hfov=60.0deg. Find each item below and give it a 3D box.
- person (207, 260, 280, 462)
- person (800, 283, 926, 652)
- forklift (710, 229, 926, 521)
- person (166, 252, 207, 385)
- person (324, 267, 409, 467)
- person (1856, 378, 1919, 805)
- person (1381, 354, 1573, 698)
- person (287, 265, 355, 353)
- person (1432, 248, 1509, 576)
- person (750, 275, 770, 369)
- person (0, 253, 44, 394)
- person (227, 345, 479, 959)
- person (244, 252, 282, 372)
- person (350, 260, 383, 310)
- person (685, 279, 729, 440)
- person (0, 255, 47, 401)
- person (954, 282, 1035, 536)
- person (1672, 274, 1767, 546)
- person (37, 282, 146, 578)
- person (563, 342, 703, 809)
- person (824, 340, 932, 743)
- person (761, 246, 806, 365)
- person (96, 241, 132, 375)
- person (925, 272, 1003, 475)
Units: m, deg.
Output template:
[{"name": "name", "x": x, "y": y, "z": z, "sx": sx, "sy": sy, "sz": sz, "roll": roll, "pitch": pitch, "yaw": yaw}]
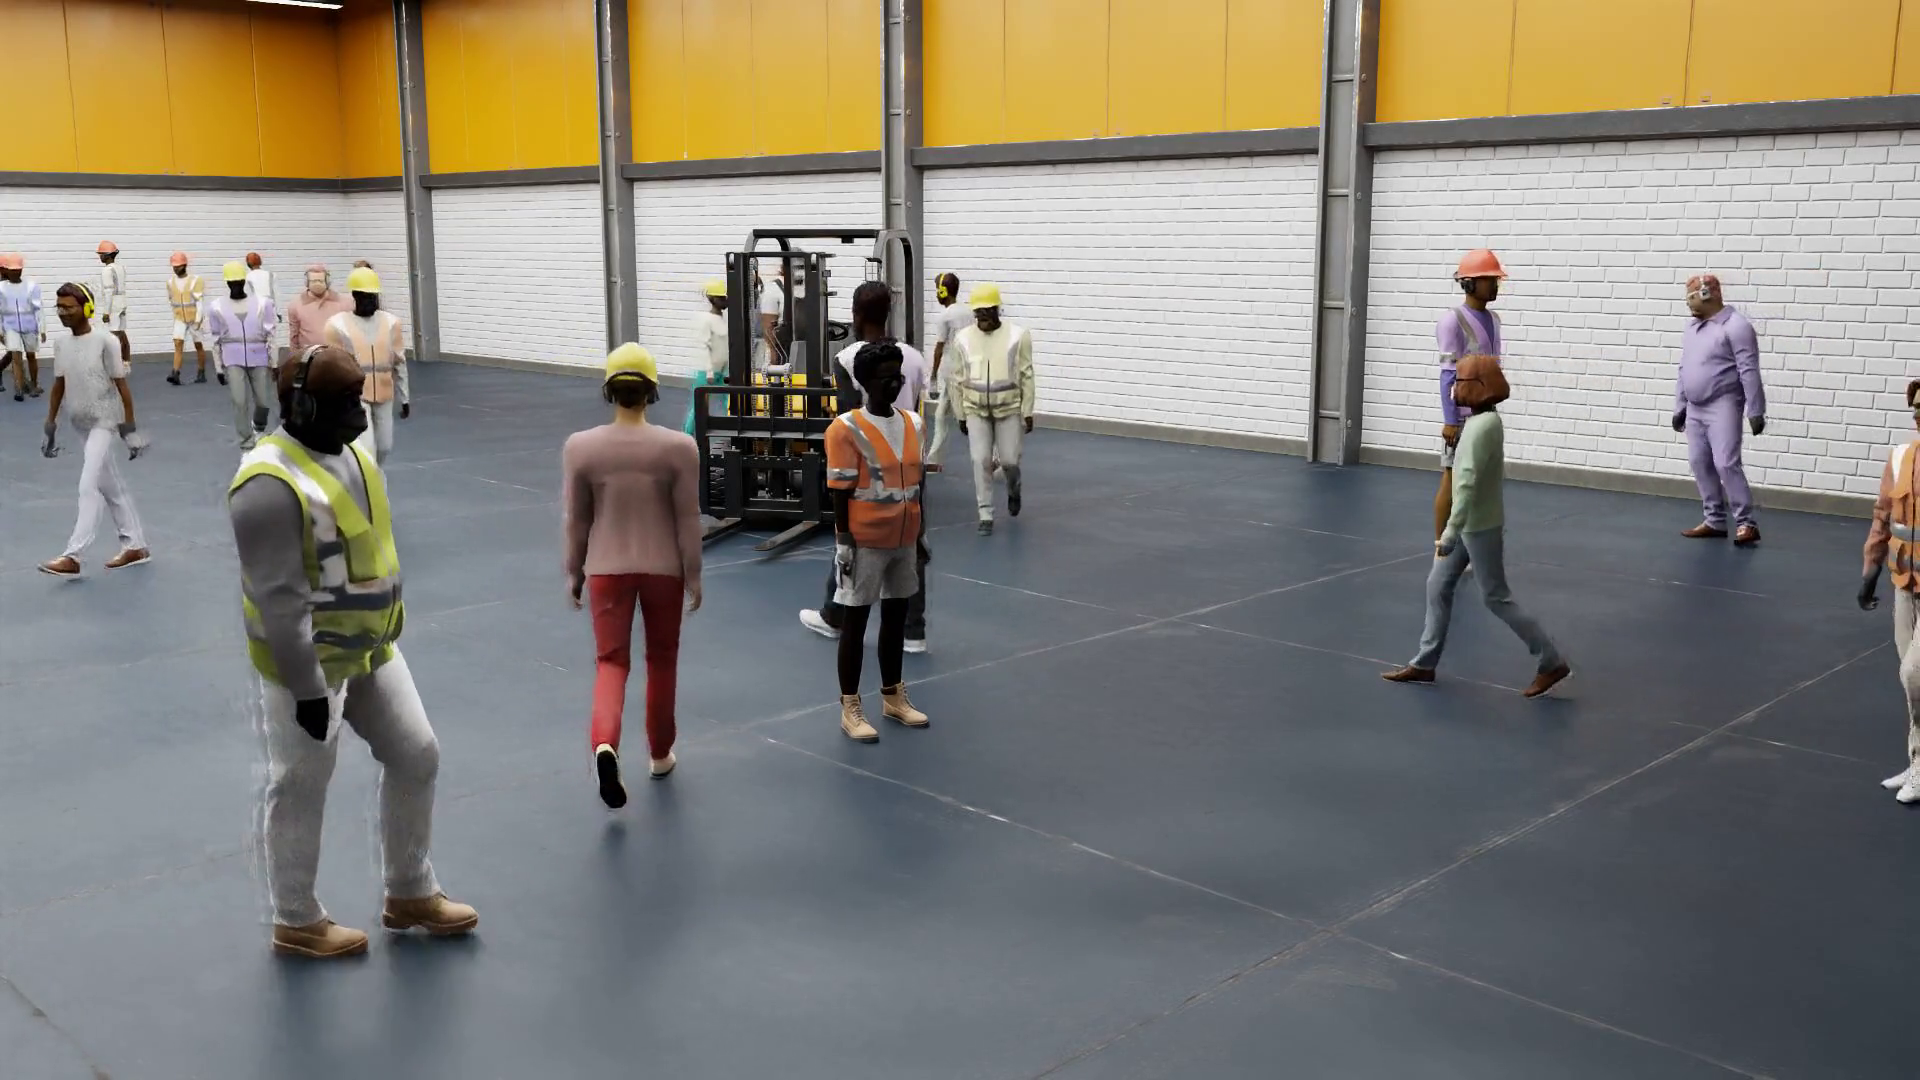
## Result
[{"name": "person", "x": -6.809, "y": -1.709, "z": 15.834, "sx": 0.596, "sy": 1.903, "sz": 0.682, "roll": -5, "pitch": 12, "yaw": -26}, {"name": "person", "x": -0.483, "y": -0.383, "z": 8.658, "sx": 0.617, "sy": 1.877, "sz": 0.920, "roll": -10, "pitch": 14, "yaw": -42}, {"name": "forklift", "x": -1.050, "y": -1.319, "z": 12.920, "sx": 1.214, "sy": 2.155, "sz": 2.313, "roll": 2, "pitch": 11, "yaw": 13}, {"name": "person", "x": -11.081, "y": -3.154, "z": 23.783, "sx": 0.554, "sy": 1.878, "sz": 1.003, "roll": -1, "pitch": 10, "yaw": -3}, {"name": "person", "x": -4.517, "y": -1.118, "z": 12.635, "sx": 0.596, "sy": 1.903, "sz": 0.807, "roll": -9, "pitch": 14, "yaw": -40}, {"name": "person", "x": 3.628, "y": 0.187, "z": 6.258, "sx": 0.490, "sy": 1.621, "sz": 0.540, "roll": -2, "pitch": 11, "yaw": -13}, {"name": "person", "x": 2.450, "y": -0.063, "z": 7.709, "sx": 0.827, "sy": 1.597, "sz": 0.503, "roll": 3, "pitch": 11, "yaw": 15}, {"name": "person", "x": -6.285, "y": -1.791, "z": 16.443, "sx": 0.620, "sy": 1.859, "sz": 1.011, "roll": -5, "pitch": 11, "yaw": -24}, {"name": "person", "x": 3.244, "y": -0.809, "z": 10.537, "sx": 0.608, "sy": 2.048, "sz": 0.365, "roll": -10, "pitch": 15, "yaw": -44}, {"name": "person", "x": -2.613, "y": -2.553, "z": 21.166, "sx": 0.499, "sy": 1.636, "sz": 0.286, "roll": -10, "pitch": 15, "yaw": -44}, {"name": "person", "x": -12.903, "y": -2.924, "z": 22.499, "sx": 0.953, "sy": 1.906, "sz": 0.559, "roll": 3, "pitch": 11, "yaw": 15}, {"name": "person", "x": -1.745, "y": 0.350, "z": 4.832, "sx": 0.705, "sy": 1.817, "sz": 0.664, "roll": 2, "pitch": 11, "yaw": 9}, {"name": "person", "x": -10.890, "y": -3.544, "z": 25.931, "sx": 0.611, "sy": 1.871, "sz": 0.448, "roll": -8, "pitch": 13, "yaw": -38}, {"name": "person", "x": -7.214, "y": -2.471, "z": 20.180, "sx": 0.405, "sy": 1.833, "sz": 0.555, "roll": 5, "pitch": 11, "yaw": 24}, {"name": "person", "x": -2.321, "y": -1.631, "z": 15.930, "sx": 0.918, "sy": 1.716, "sz": 0.550, "roll": 5, "pitch": 12, "yaw": 27}, {"name": "person", "x": -12.229, "y": -2.764, "z": 21.670, "sx": 0.567, "sy": 1.882, "sz": 1.012, "roll": -5, "pitch": 12, "yaw": -27}, {"name": "person", "x": 0.248, "y": -0.954, "z": 11.982, "sx": 0.600, "sy": 1.807, "sz": 0.596, "roll": 2, "pitch": 11, "yaw": 10}, {"name": "person", "x": 5.267, "y": -0.911, "z": 11.601, "sx": 0.469, "sy": 1.865, "sz": 0.698, "roll": -2, "pitch": 11, "yaw": -12}, {"name": "person", "x": -5.520, "y": -0.675, "z": 10.388, "sx": 0.558, "sy": 1.828, "sz": 0.915, "roll": 4, "pitch": 11, "yaw": 22}, {"name": "person", "x": -1.240, "y": 0.128, "z": 6.286, "sx": 0.526, "sy": 1.741, "sz": 0.737, "roll": -1, "pitch": 10, "yaw": -5}, {"name": "person", "x": -0.338, "y": 0.000, "z": 7.087, "sx": 0.535, "sy": 1.697, "sz": 0.318, "roll": -10, "pitch": 15, "yaw": -44}, {"name": "person", "x": -1.682, "y": -2.011, "z": 17.108, "sx": 0.704, "sy": 2.000, "sz": 0.538, "roll": -7, "pitch": 12, "yaw": -33}, {"name": "person", "x": -12.947, "y": -3.536, "z": 25.421, "sx": 0.371, "sy": 2.044, "sz": 0.608, "roll": -1, "pitch": 10, "yaw": -5}, {"name": "person", "x": -0.014, "y": -1.442, "z": 14.661, "sx": 0.993, "sy": 1.820, "sz": 0.531, "roll": 6, "pitch": 12, "yaw": 29}]
